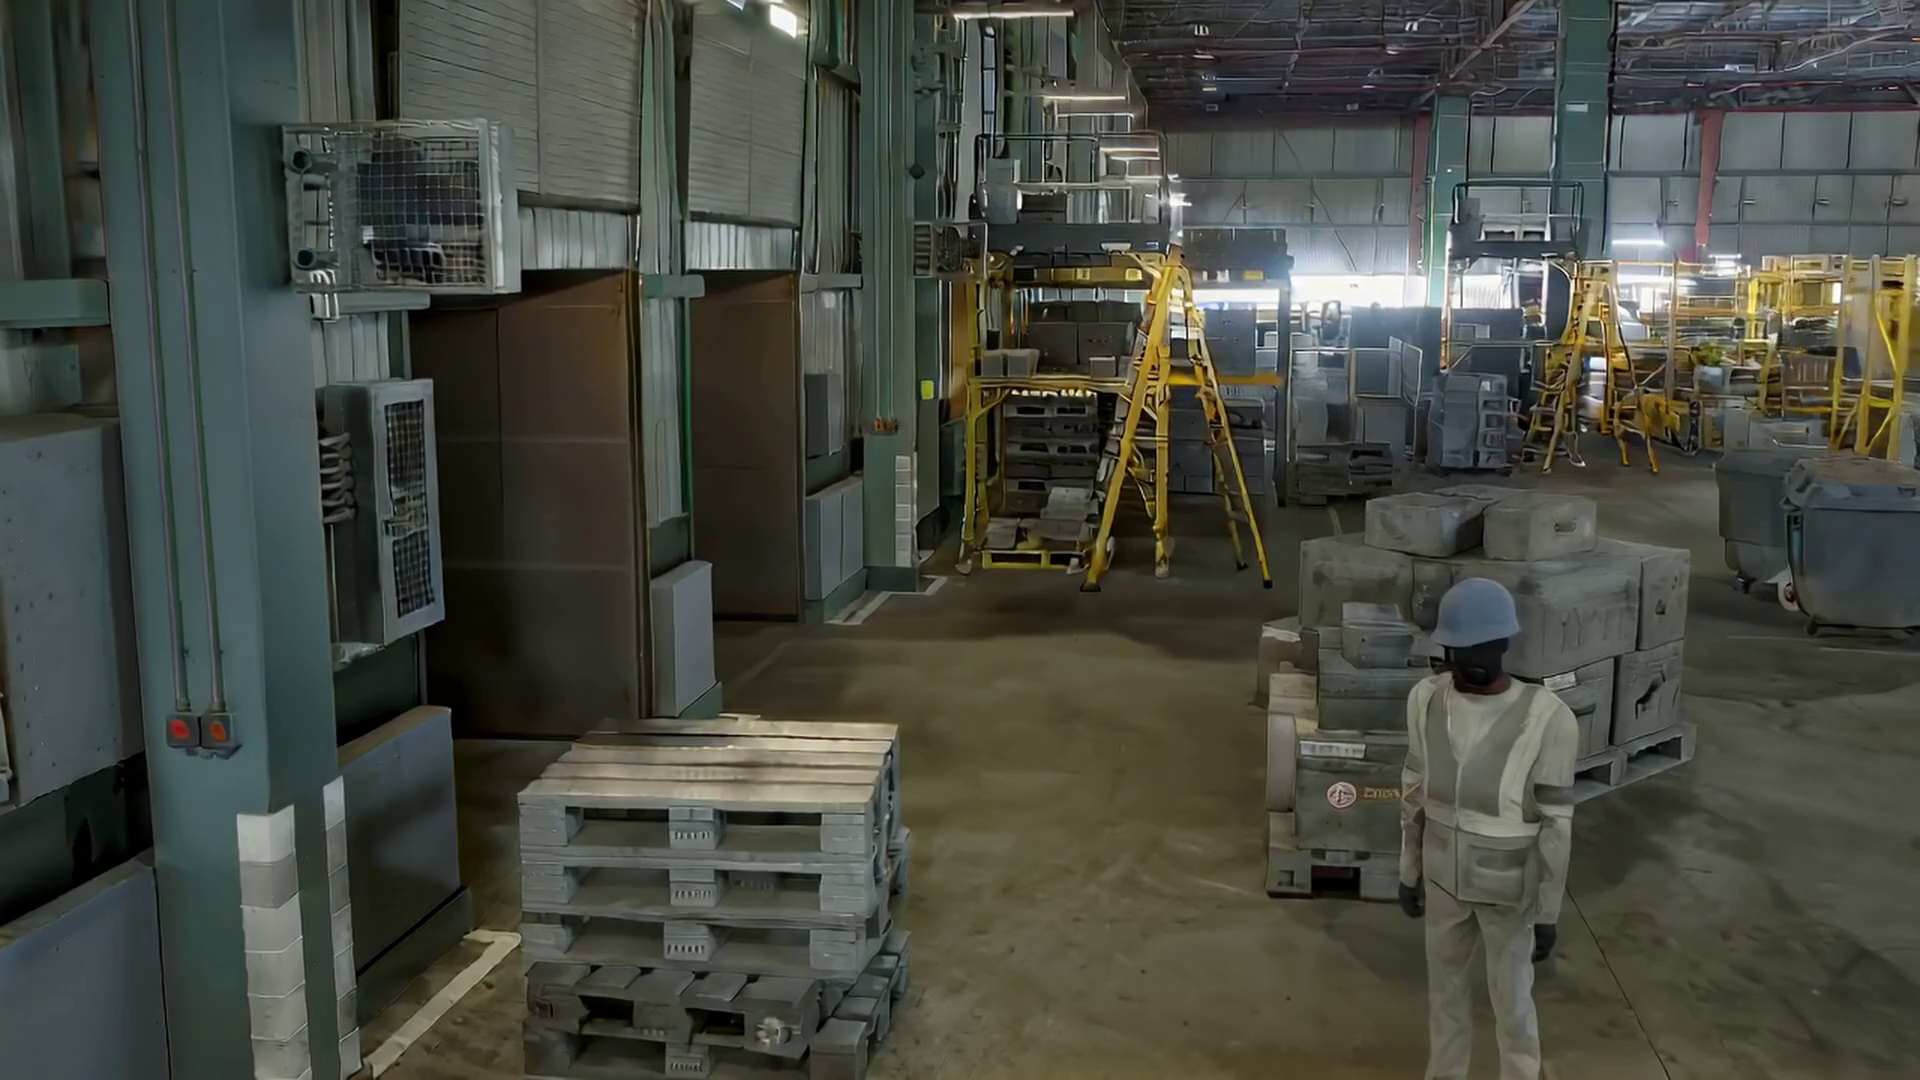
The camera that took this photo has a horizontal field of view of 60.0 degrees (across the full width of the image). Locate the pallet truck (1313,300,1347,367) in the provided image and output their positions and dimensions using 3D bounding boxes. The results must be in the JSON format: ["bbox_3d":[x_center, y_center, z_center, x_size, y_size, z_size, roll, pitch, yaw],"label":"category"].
[{"bbox_3d":[11.159,-6.200,49.718,0.823,1.965,1.885,4,10,26],"label":"pallet truck"}]

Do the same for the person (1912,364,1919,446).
[{"bbox_3d":[15.675,-2.362,26.853,0.485,1.737,0.320,-4,10,-24],"label":"person"}]

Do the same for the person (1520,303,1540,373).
[{"bbox_3d":[15.877,-5.625,46.355,0.627,1.941,0.373,-1,9,-5],"label":"person"}]

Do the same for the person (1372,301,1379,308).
[{"bbox_3d":[13.141,-6.608,52.591,0.576,1.881,0.354,-8,12,-41],"label":"person"}]

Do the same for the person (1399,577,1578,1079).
[{"bbox_3d":[1.613,1.058,5.209,0.398,1.918,0.586,-8,12,-40],"label":"person"}]

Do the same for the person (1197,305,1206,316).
[{"bbox_3d":[6.414,-5.318,44.500,0.543,1.929,0.387,-9,13,-42],"label":"person"}]

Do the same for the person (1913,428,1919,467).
[{"bbox_3d":[10.201,-0.882,17.396,0.345,1.844,0.507,-2,9,-13],"label":"person"}]

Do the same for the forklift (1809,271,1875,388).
[{"bbox_3d":[20.703,-4.781,38.250,1.873,2.768,1.129,1,9,9],"label":"forklift"}]

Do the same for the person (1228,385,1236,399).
[{"bbox_3d":[5.697,-3.606,34.855,0.313,1.633,0.520,-2,10,-15],"label":"person"}]
